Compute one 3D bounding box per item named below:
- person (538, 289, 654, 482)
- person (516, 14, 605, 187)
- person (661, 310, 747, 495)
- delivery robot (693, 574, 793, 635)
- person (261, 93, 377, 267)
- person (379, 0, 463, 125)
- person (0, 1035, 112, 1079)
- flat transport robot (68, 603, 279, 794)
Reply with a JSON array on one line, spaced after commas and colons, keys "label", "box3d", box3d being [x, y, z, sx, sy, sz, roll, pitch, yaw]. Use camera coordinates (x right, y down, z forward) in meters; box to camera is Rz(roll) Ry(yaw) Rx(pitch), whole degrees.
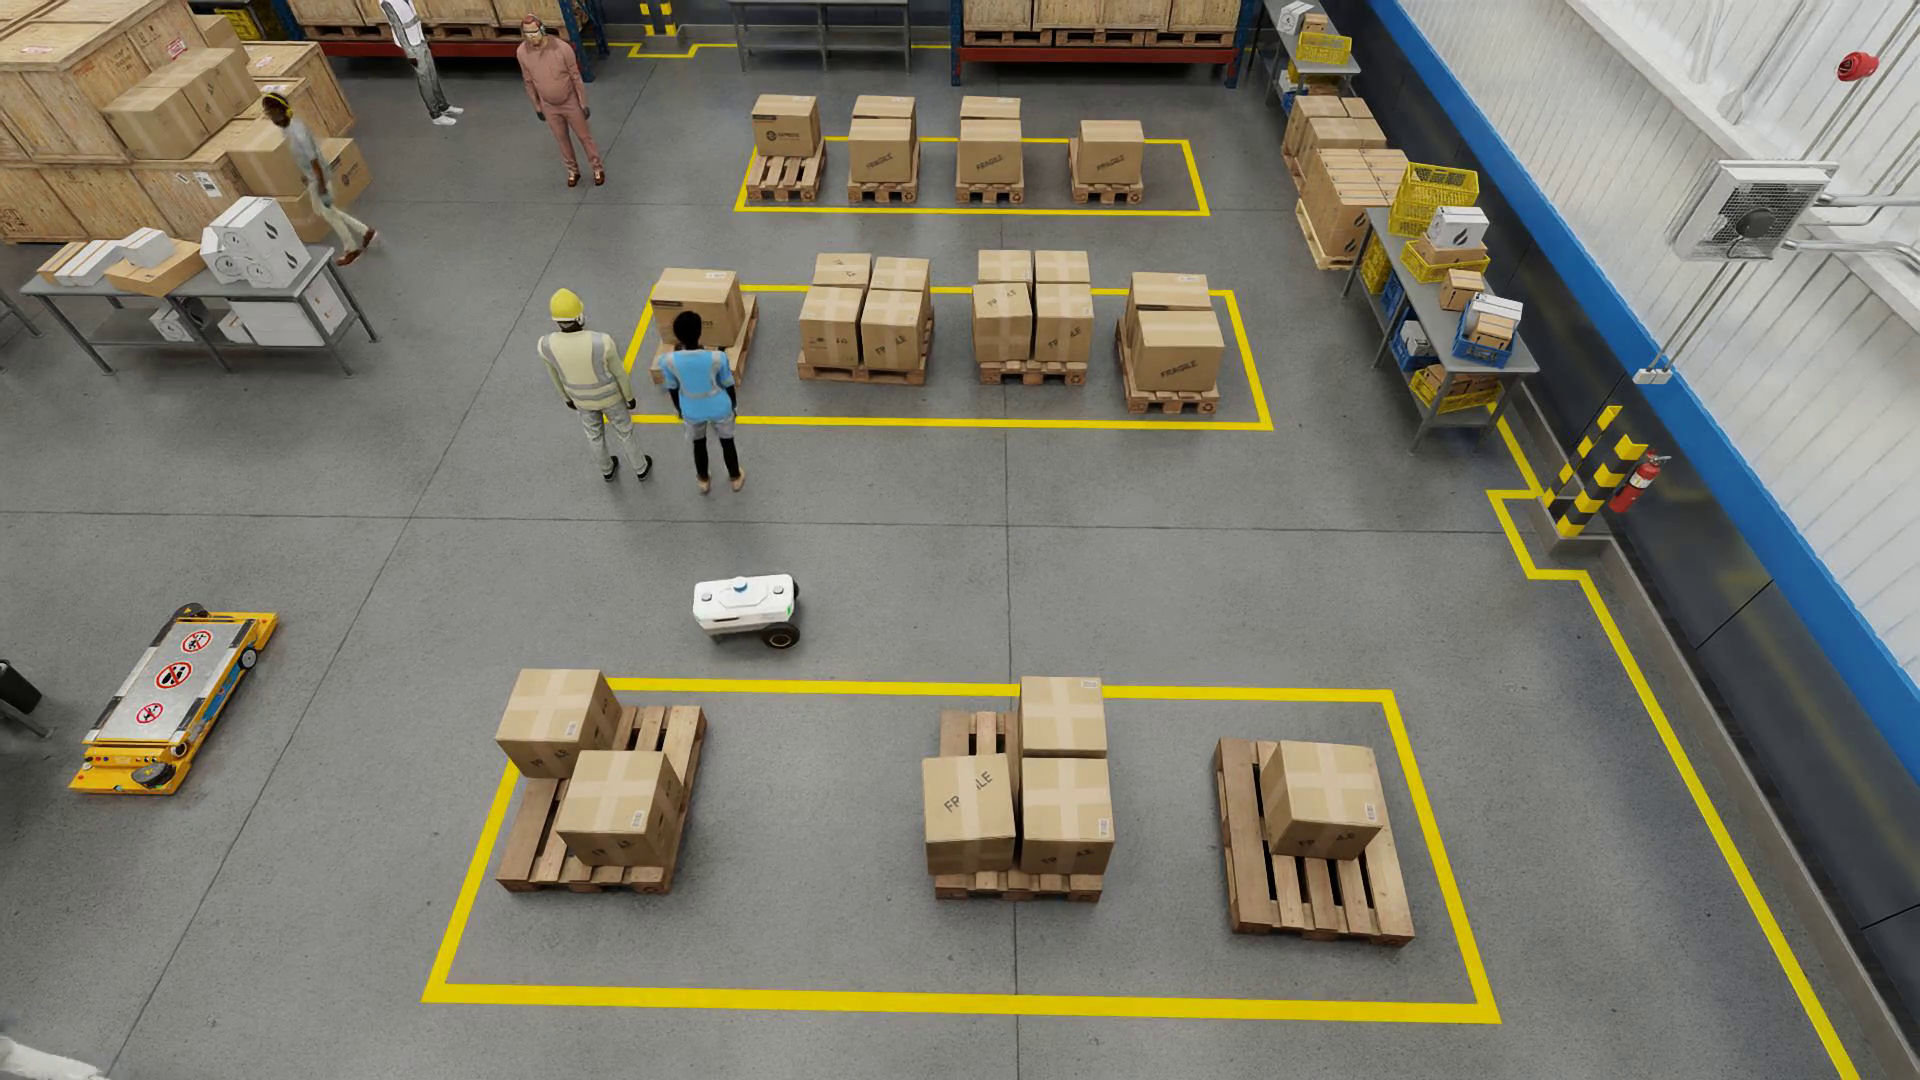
[{"label": "person", "box3d": [-2.907, -1.187, 7.345, 0.597, 1.824, 0.403, -1, 50, -1]}, {"label": "person", "box3d": [-4.605, -5.019, 10.541, 0.646, 1.902, 0.401, -2, 50, -2]}, {"label": "person", "box3d": [-2.028, -1.065, 7.335, 0.537, 1.676, 0.347, -5, 50, -4]}, {"label": "delivery robot", "box3d": [-1.579, 0.455, 6.720, 0.707, 0.478, 0.477, -5, 50, -4]}, {"label": "person", "box3d": [-6.644, -3.726, 9.483, 0.599, 1.840, 0.519, 36, 59, 27]}, {"label": "person", "box3d": [-6.909, -6.271, 11.591, 0.383, 1.911, 0.592, -2, 50, -2]}, {"label": "person", "box3d": [-4.847, 2.526, 4.333, 0.628, 1.621, 0.529, 10, 51, 9]}, {"label": "flat transport robot", "box3d": [-5.504, 1.072, 6.442, 0.652, 0.197, 1.431, 1, 50, 1]}]
